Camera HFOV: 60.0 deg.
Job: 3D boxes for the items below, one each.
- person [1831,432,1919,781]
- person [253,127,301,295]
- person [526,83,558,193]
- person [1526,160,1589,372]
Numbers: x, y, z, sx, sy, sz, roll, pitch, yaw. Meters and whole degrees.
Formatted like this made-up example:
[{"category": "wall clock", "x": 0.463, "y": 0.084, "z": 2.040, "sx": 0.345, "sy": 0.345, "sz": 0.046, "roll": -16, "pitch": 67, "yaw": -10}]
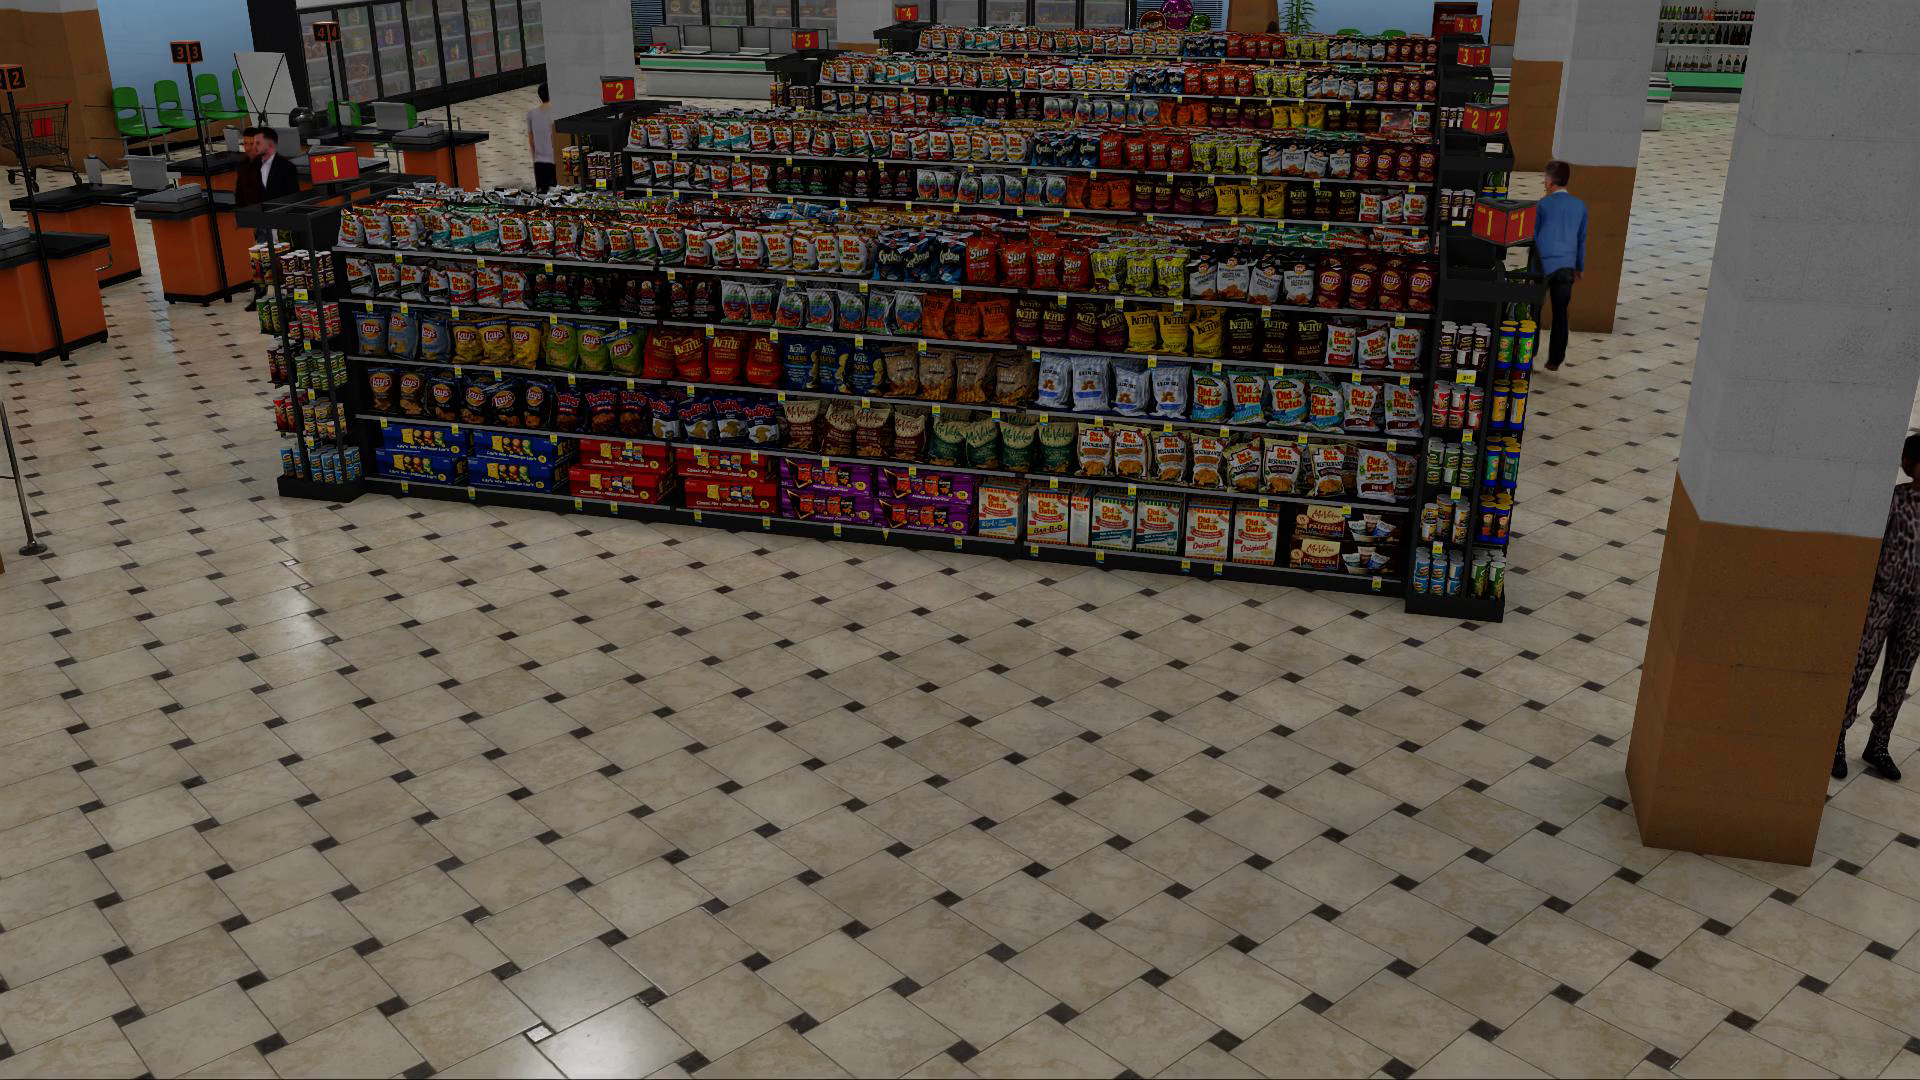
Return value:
[{"category": "person", "x": 4.385, "y": 0.309, "z": 7.799, "sx": 0.554, "sy": 1.714, "sz": 0.674, "roll": 2, "pitch": 22, "yaw": 4}, {"category": "person", "x": -6.485, "y": -3.028, "z": 15.936, "sx": 0.597, "sy": 1.840, "sz": 0.784, "roll": 14, "pitch": 26, "yaw": 32}, {"category": "person", "x": -4.700, "y": -4.208, "z": 18.894, "sx": 1.100, "sy": 1.825, "sz": 0.808, "roll": 4, "pitch": 22, "yaw": 9}, {"category": "person", "x": 5.094, "y": -2.291, "z": 14.208, "sx": 1.197, "sy": 1.760, "sz": 0.897, "roll": 2, "pitch": 22, "yaw": 4}]
